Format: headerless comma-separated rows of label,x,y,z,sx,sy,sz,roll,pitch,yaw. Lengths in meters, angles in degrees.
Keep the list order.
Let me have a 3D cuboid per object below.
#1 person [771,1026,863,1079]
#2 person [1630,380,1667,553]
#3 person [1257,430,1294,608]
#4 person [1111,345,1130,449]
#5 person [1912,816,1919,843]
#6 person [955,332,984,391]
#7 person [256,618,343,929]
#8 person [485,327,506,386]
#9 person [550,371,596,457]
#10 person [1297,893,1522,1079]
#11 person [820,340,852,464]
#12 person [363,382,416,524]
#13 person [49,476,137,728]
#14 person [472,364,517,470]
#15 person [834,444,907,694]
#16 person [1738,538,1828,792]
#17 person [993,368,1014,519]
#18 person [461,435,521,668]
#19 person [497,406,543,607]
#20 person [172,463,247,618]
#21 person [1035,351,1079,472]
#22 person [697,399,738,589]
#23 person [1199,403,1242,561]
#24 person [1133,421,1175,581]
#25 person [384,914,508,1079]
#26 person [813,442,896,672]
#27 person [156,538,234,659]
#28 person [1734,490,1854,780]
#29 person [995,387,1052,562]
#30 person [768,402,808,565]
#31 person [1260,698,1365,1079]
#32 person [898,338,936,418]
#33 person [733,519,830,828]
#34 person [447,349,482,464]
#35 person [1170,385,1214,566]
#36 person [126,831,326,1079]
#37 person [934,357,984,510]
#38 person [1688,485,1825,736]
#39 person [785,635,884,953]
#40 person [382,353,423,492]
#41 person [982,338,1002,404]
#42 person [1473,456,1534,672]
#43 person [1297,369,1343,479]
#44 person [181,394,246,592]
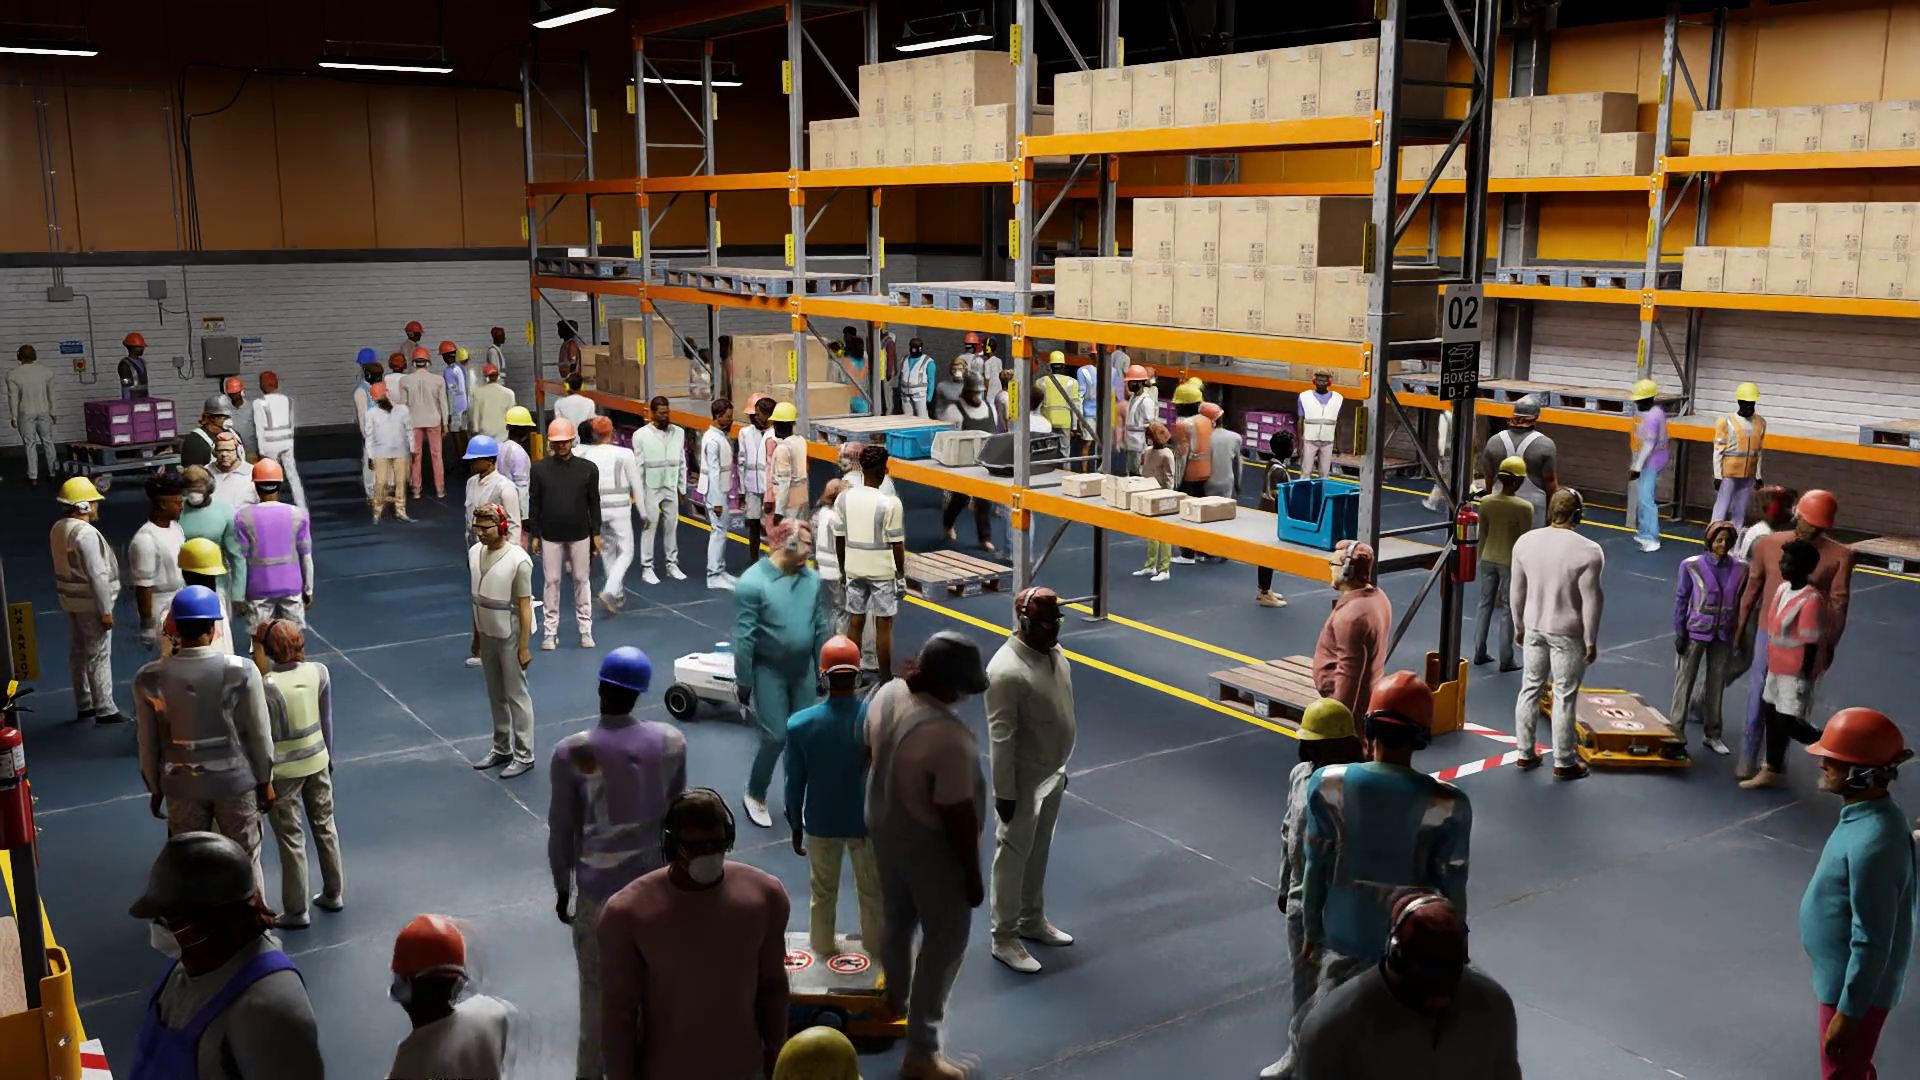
person,-0.380,2.043,4.193,0.488,1.730,0.324,7,13,32
person,7.653,-0.838,18.559,0.434,1.888,0.874,4,12,20
person,3.000,-0.208,15.822,0.322,1.691,0.533,1,11,4
person,2.530,-2.363,26.481,0.349,1.836,0.517,-8,14,-37
person,5.888,0.895,9.772,0.331,1.844,0.521,8,14,36
person,0.160,-2.208,25.449,0.543,1.929,0.386,8,14,37
person,-3.479,1.210,8.690,0.311,1.638,0.523,5,12,26
person,-7.667,-2.585,27.527,0.378,1.876,0.581,-2,11,-9
person,-4.633,-1.112,20.068,0.533,1.847,0.822,-7,13,-33
person,1.303,1.890,4.647,0.646,1.868,0.890,-4,12,-18
person,-1.861,-2.039,24.761,0.490,1.860,0.540,-9,14,-38
person,-6.880,-1.049,20.070,0.606,1.713,0.379,-7,13,-34
person,-6.316,0.449,12.085,0.586,1.835,0.403,9,14,37
person,-6.227,-1.511,22.391,0.598,1.713,0.712,-1,11,-6
person,-0.675,0.237,12.827,0.614,1.964,0.361,6,13,29
person,5.341,0.818,10.578,0.522,1.689,0.543,1,11,5
person,0.576,-1.185,20.420,0.331,1.844,0.520,-3,11,-13
person,-3.815,0.110,13.525,0.617,1.946,0.393,9,14,37
person,-4.173,-0.306,15.746,0.399,1.919,0.582,-5,12,-26
person,-5.564,0.374,12.246,0.681,1.922,0.766,-1,11,-7
person,1.278,-1.553,22.131,0.584,1.918,0.408,1,11,3
person,-2.414,-0.459,16.555,0.386,1.905,0.601,0,11,-1
person,2.745,-0.608,17.801,0.597,1.718,0.466,-3,11,-14
person,1.995,-0.400,16.948,0.289,1.632,0.497,-6,12,-27
person,-1.509,1.921,4.906,0.907,1.700,0.556,4,12,21
person,-0.900,0.119,13.689,0.646,1.867,0.841,-10,15,-42
person,-4.247,0.933,9.375,0.383,1.923,0.590,0,11,2
person,5.395,0.631,10.876,0.680,1.941,0.788,7,13,33
person,0.699,-0.700,17.893,0.685,1.858,0.492,-8,13,-34
person,-1.653,-0.366,16.009,0.357,1.930,0.586,2,11,12
person,1.505,1.502,6.927,0.300,1.743,0.493,-7,13,-34
person,-0.687,-2.172,25.472,0.627,1.847,0.429,6,13,29
person,-1.061,0.811,10.130,0.670,1.873,0.456,-10,15,-41
person,-7.385,-1.966,24.698,0.640,1.734,0.523,-9,14,-40
person,2.473,-0.681,17.682,0.634,1.912,0.368,-10,15,-42
person,-2.076,1.792,4.681,0.536,2.000,0.681,-10,15,-41
person,-0.016,-1.337,20.960,0.629,1.940,0.373,1,11,3
person,5.754,0.494,11.946,0.915,1.802,0.583,8,13,35
person,-0.548,1.311,7.911,0.563,1.743,0.350,-1,11,-4
person,-7.523,-1.577,22.360,0.579,1.876,0.363,0,11,-1
person,0.471,-2.130,25.224,0.328,1.862,0.510,5,12,26
person,4.457,0.192,13.603,0.340,1.761,0.528,-7,13,-33
person,4.416,-1.196,20.492,0.563,1.838,0.391,-1,11,-5
person,-7.057,-0.405,15.924,0.537,2.000,0.699,4,12,21
